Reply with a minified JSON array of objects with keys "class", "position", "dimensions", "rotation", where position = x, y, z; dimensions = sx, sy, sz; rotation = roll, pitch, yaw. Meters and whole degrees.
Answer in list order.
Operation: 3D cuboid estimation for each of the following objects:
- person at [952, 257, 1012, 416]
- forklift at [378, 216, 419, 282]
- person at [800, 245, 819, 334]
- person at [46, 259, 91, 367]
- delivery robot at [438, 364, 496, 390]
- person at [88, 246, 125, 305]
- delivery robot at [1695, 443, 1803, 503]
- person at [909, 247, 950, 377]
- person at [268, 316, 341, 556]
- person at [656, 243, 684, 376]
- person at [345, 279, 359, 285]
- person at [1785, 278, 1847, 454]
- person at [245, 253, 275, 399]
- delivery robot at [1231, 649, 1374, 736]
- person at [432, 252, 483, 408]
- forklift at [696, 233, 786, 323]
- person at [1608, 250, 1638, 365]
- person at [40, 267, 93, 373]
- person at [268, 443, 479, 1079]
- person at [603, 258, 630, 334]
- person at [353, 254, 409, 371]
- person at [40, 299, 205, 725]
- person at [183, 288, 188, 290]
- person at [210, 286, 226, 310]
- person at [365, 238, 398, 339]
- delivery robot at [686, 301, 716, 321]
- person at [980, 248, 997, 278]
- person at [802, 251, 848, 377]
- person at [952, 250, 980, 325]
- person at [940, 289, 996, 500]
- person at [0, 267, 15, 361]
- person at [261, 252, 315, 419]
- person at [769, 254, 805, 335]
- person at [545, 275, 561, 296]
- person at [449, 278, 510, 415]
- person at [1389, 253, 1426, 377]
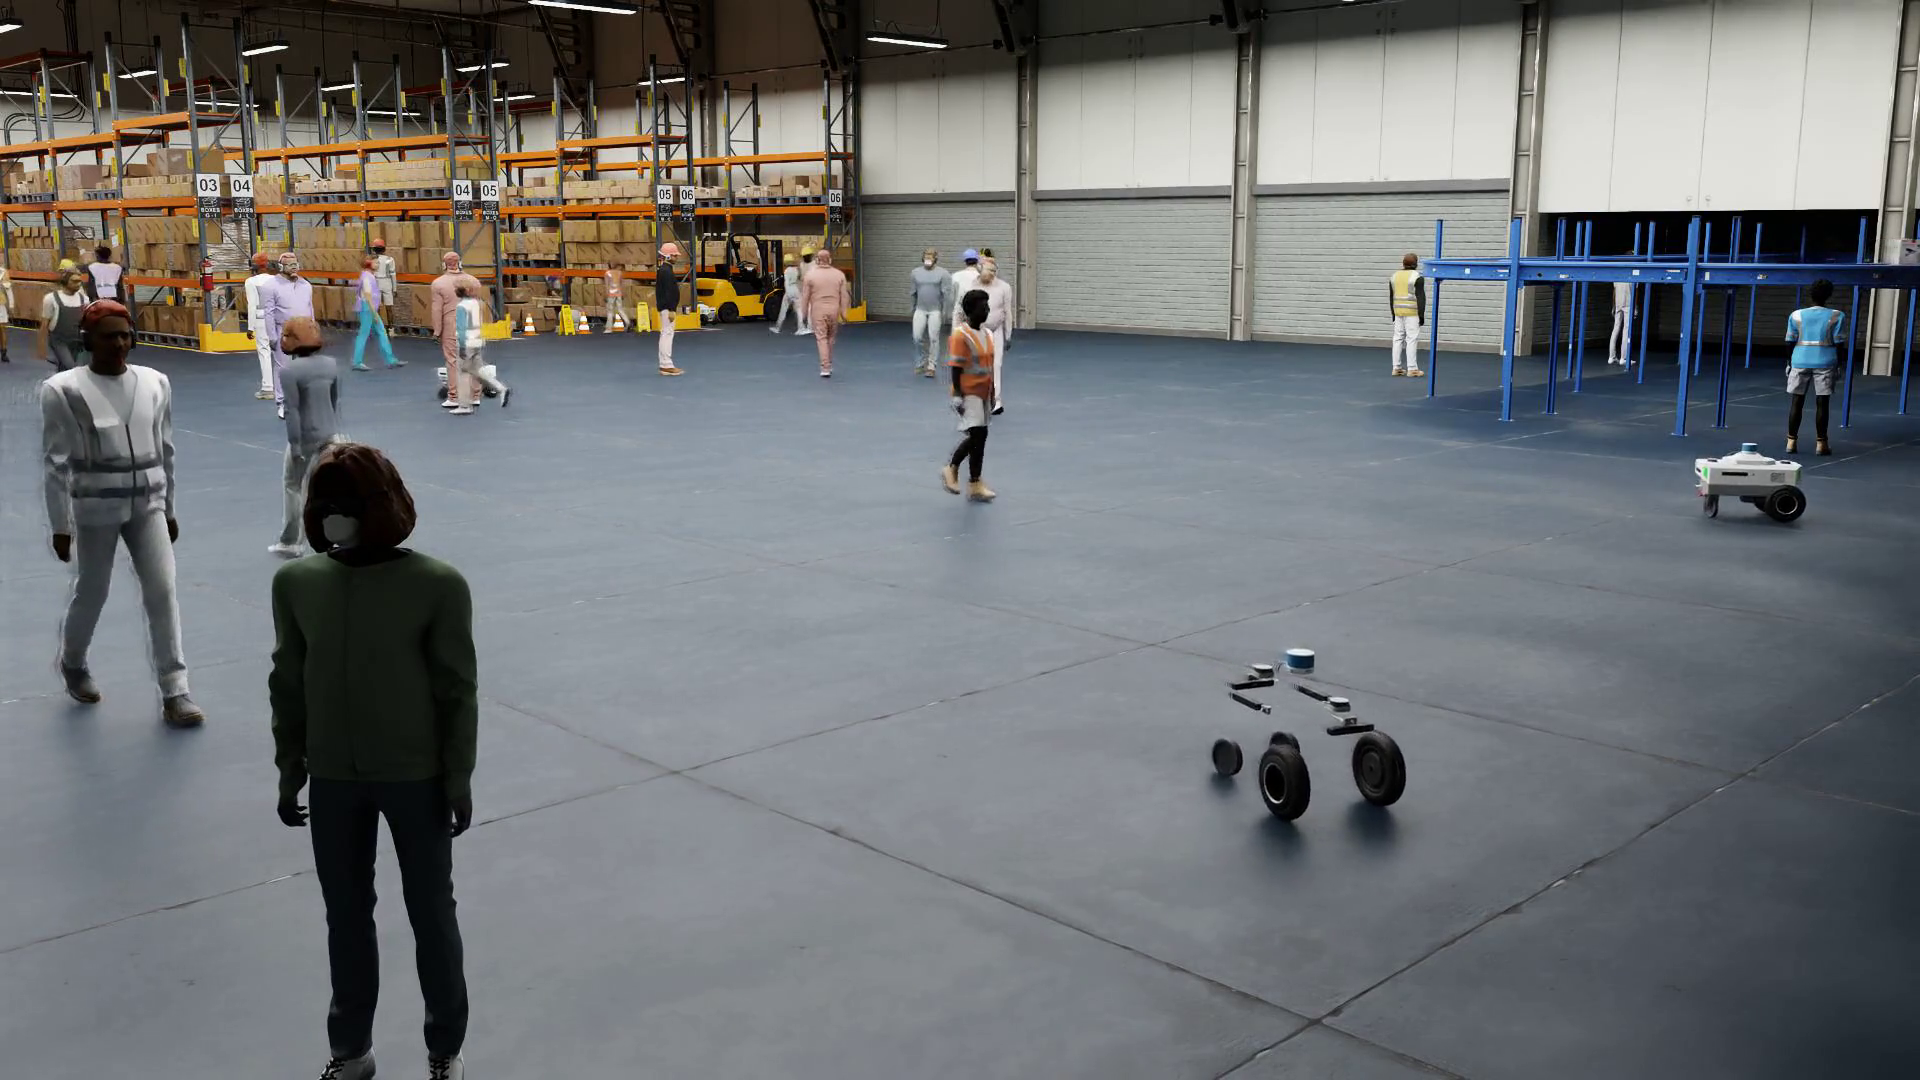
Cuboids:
[{"class":"person","position":[0.247,-2.414,19.733],"dimensions":[0.714,1.845,0.883],"rotation":[2,11,11]},{"class":"forklift","position":[-17.868,-9.201,54.028],"dimensions":[1.873,2.768,1.129],"rotation":[-10,14,-44]},{"class":"person","position":[-3.177,-5.423,36.014],"dimensions":[0.591,1.900,0.718],"rotation":[10,14,42]},{"class":"person","position":[-14.157,-3.583,26.415],"dimensions":[0.905,1.719,0.538],"rotation":[-1,10,-3]},{"class":"delivery robot","position":[-6.453,-2.170,21.778],"dimensions":[0.477,0.478,0.707],"rotation":[9,14,42]},{"class":"person","position":[-15.641,-4.415,30.515],"dimensions":[0.627,1.897,0.404],"rotation":[-10,15,-44]},{"class":"delivery robot","position":[5.971,-0.490,12.617],"dimensions":[0.707,0.478,0.477],"rotation":[2,11,13]},{"class":"person","position":[-0.464,-3.396,24.869],"dimensions":[0.646,1.923,0.460],"rotation":[3,11,14]},{"class":"person","position":[-4.205,-0.671,10.906],"dimensions":[0.837,1.596,0.501],"rotation":[5,12,26]},{"class":"person","position":[-4.427,-3.522,25.354],"dimensions":[0.396,1.993,0.617],"rotation":[-3,11,-17]},{"class":"person","position":[-16.474,-7.086,45.233],"dimensions":[0.430,1.838,0.619],"rotation":[6,12,28]},{"class":"person","position":[8.301,-1.686,16.158],"dimensions":[0.540,1.697,0.316],"rotation":[8,13,36]},{"class":"person","position":[-9.037,-2.791,21.678],"dimensions":[0.337,1.880,0.584],"rotation":[6,12,28]},{"class":"delivery robot","position":[1.294,0.534,6.322],"dimensions":[0.335,0.223,0.698],"rotation":[-4,11,-21]},{"class":"person","position":[-6.213,-2.591,20.542],"dimensions":[0.636,1.903,0.405],"rotation":[-8,13,-37]},{"class":"forklift","position":[-5.496,-6.489,41.108],"dimensions":[2.313,2.155,1.214],"rotation":[-10,14,-44]},{"class":"person","position":[10.957,-3.825,27.388],"dimensions":[0.312,1.861,0.509],"rotation":[-6,12,-30]},{"class":"person","position":[-10.065,-2.182,18.716],"dimensions":[1.042,1.768,0.519],"rotation":[5,12,25]},{"class":"person","position":[-1.399,0.578,3.989],"dimensions":[0.501,1.633,0.279],"rotation":[1,10,3]},{"class":"person","position":[-7.429,-5.247,35.784],"dimensions":[0.636,1.622,0.537],"rotation":[8,13,37]},{"class":"person","position":[-9.143,-3.560,26.077],"dimensions":[0.908,1.801,0.586],"rotation":[-2,11,-9]},{"class":"person","position":[-3.753,-0.139,7.335],"dimensions":[0.948,1.851,0.589],"rotation":[8,13,37]},{"class":"person","position":[-23.275,-7.897,49.632],"dimensions":[0.627,1.843,0.429],"rotation":[-2,11,-12]},{"class":"person","position":[-16.235,-5.352,36.308],"dimensions":[0.308,1.640,0.511],"rotation":[6,12,28]},{"class":"person","position":[-11.920,-5.187,34.289],"dimensions":[0.615,2.047,0.358],"rotation":[-2,11,-11]},{"class":"delivery robot","position":[-6.174,-5.436,39.585],"dimensions":[0.707,0.478,0.477],"rotation":[6,12,29]},{"class":"person","position":[0.506,-5.094,34.355],"dimensions":[0.606,1.841,0.557],"rotation":[9,14,41]},{"class":"person","position":[-2.081,-3.422,25.147],"dimensions":[0.674,1.863,0.932],"rotation":[-4,11,-19]},{"class":"person","position":[0.169,-3.323,24.562],"dimensions":[0.599,1.884,0.946],"rotation":[3,11,17]},{"class":"person","position":[0.116,-1.157,13.277],"dimensions":[0.369,1.686,0.550],"rotation":[7,12,33]},{"class":"person","position":[-16.142,-3.935,27.807],"dimensions":[0.578,1.914,0.626],"rotation":[-6,12,-30]},{"class":"person","position":[-7.767,-2.381,19.373],"dimensions":[0.404,1.911,0.636],"rotation":[7,13,34]},{"class":"person","position":[-3.682,-5.256,35.612],"dimensions":[0.868,1.699,0.498],"rotation":[7,12,33]},{"class":"person","position":[-11.398,-7.348,46.550],"dimensions":[0.559,1.886,1.017],"rotation":[-8,13,-37]},{"class":"person","position":[-5.741,-2.296,19.725],"dimensions":[0.634,1.616,0.520],"rotation":[1,10,7]},{"class":"person","position":[6.778,-3.400,25.110],"dimensions":[0.429,1.843,0.633],"rotation":[-7,13,-34]}]
